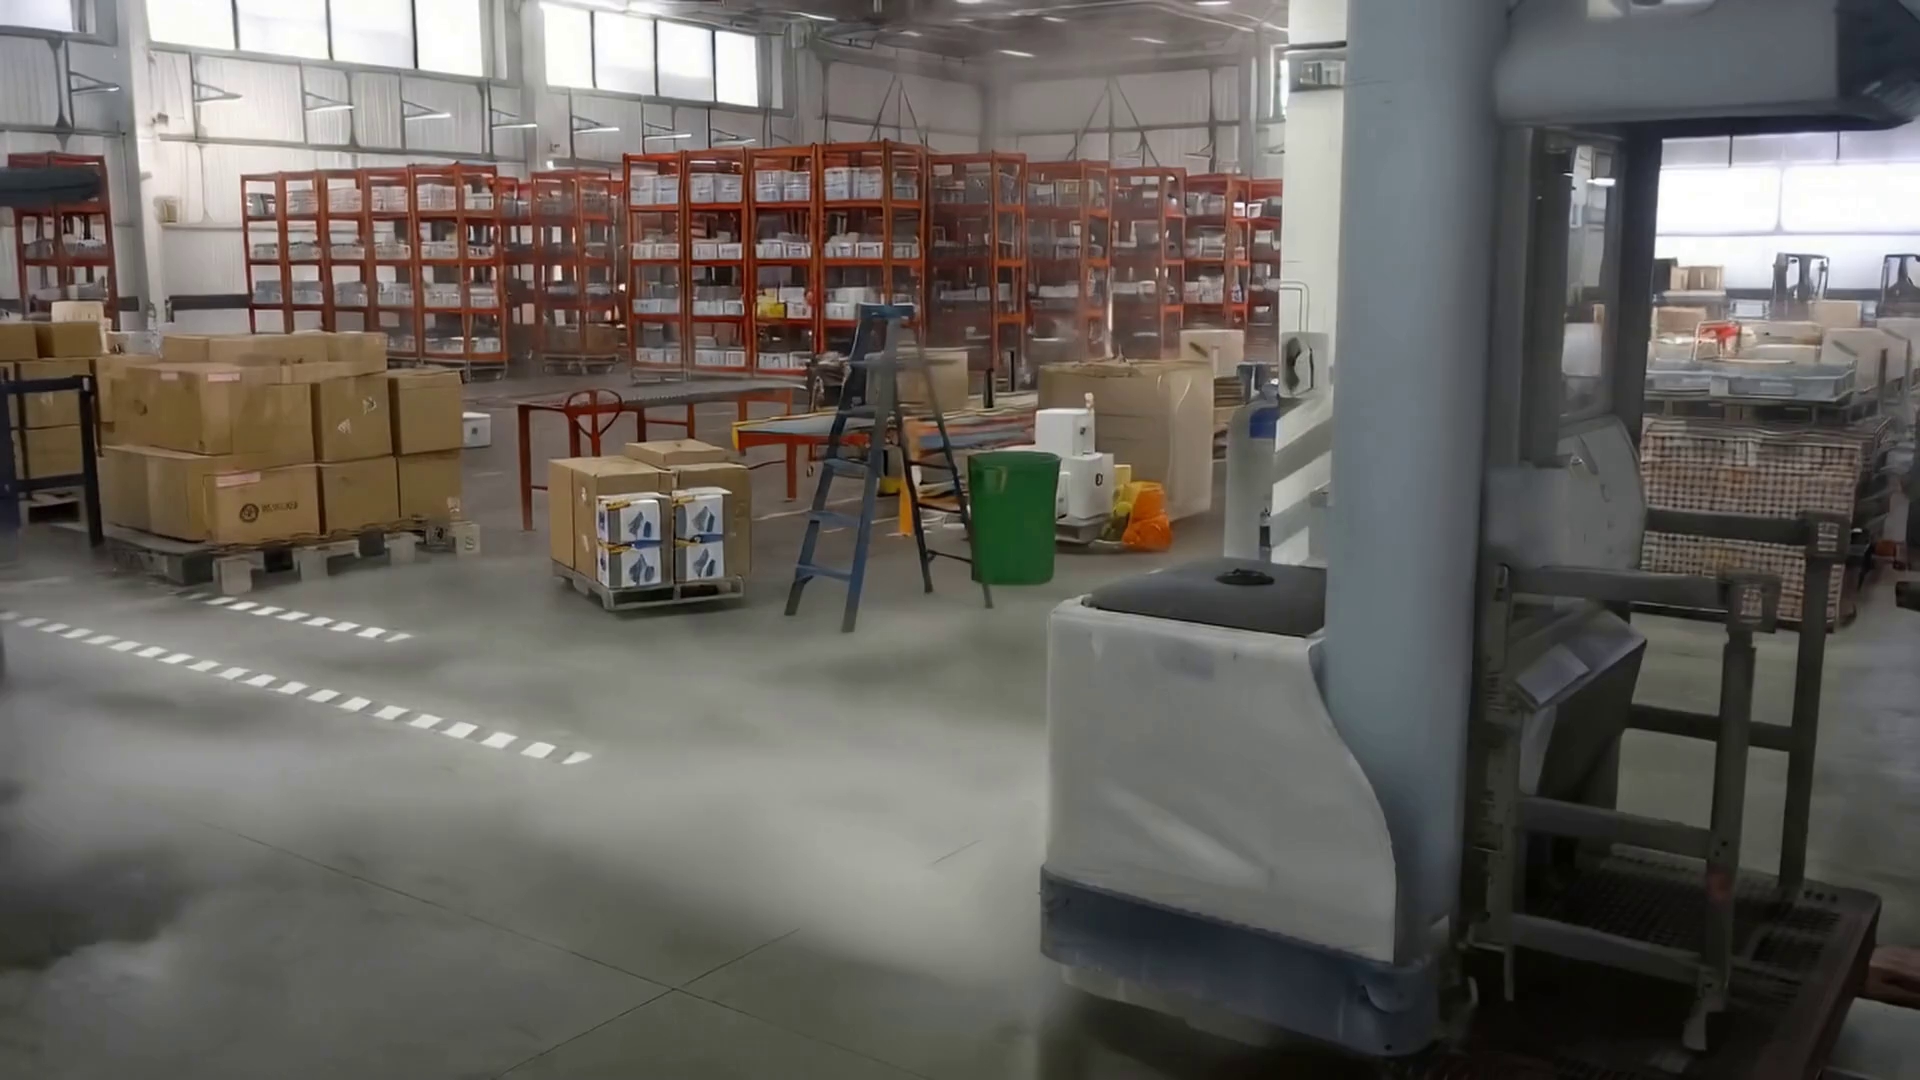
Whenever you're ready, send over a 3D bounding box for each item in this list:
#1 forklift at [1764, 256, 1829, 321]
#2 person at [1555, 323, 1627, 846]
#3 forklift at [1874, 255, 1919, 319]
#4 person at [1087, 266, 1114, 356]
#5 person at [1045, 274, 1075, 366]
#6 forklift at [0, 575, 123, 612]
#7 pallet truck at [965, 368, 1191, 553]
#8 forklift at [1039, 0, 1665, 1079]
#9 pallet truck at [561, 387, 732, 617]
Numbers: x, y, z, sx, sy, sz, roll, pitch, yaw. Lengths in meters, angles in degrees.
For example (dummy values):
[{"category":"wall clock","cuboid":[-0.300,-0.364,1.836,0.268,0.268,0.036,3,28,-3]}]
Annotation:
[{"category":"forklift","cuboid":[20.253,-5.854,40.139,1.157,1.987,2.680,7,12,35]},{"category":"person","cuboid":[1.979,0.180,5.617,0.561,1.819,0.606,6,11,32]},{"category":"forklift","cuboid":[22.089,-5.634,38.796,1.157,1.987,2.680,6,11,33]},{"category":"person","cuboid":[2.339,-3.659,27.961,0.388,1.996,0.612,8,13,41]},{"category":"person","cuboid":[1.781,-3.682,28.724,1.022,1.794,0.564,6,11,33]},{"category":"forklift","cuboid":[-5.941,-0.944,9.165,1.129,2.768,1.873,7,12,35]},{"category":"pallet truck","cuboid":[0.845,-0.609,11.869,1.630,1.274,0.653,7,12,35]},{"category":"forklift","cuboid":[1.249,-0.137,4.360,1.873,2.768,1.129,7,12,35]},{"category":"pallet truck","cuboid":[-1.981,-0.274,10.088,0.680,1.201,1.601,-5,11,-28]}]
